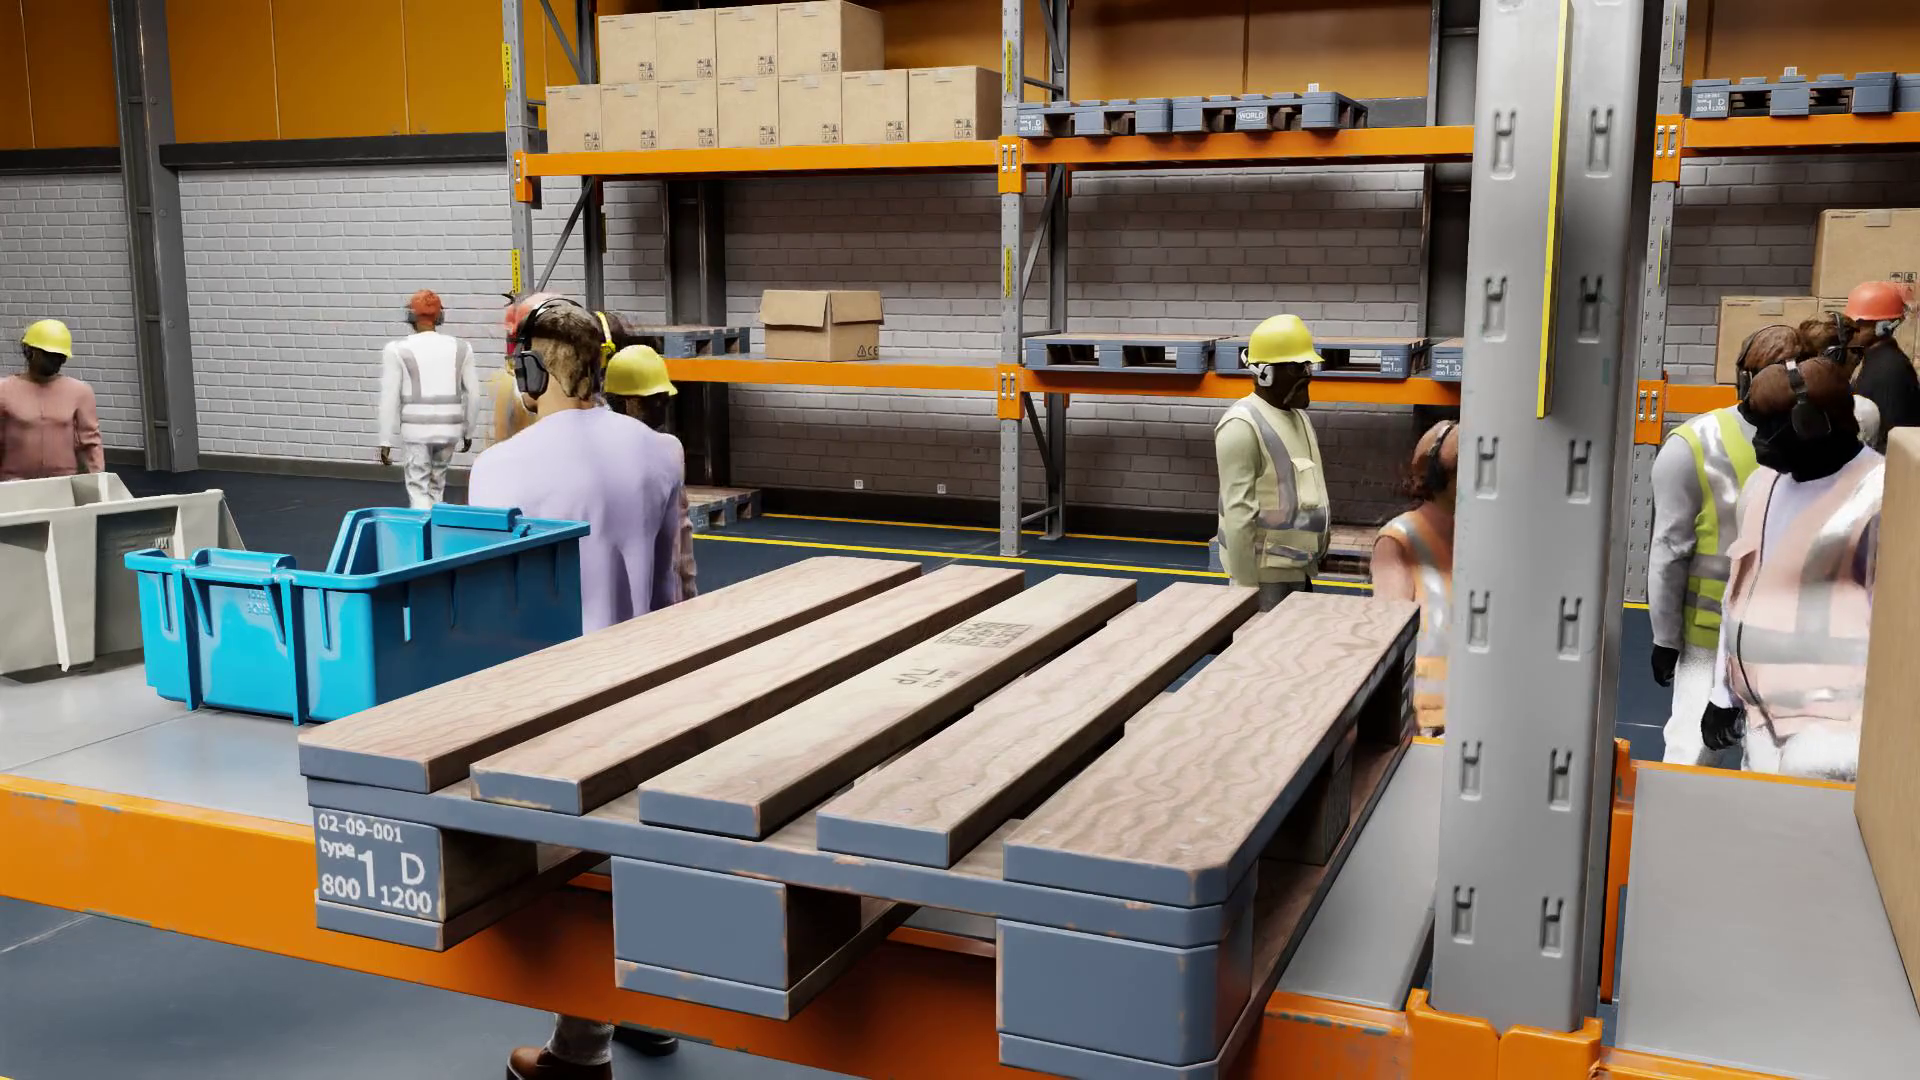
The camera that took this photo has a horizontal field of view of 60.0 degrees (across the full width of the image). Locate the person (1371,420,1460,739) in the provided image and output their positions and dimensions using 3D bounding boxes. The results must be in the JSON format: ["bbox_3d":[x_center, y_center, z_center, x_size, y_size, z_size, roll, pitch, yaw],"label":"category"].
[{"bbox_3d":[1.282,0.454,4.639,0.519,1.603,0.824,-6,11,-31],"label":"person"}]

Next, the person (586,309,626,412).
[{"bbox_3d":[-1.331,-0.009,6.747,0.781,1.849,0.528,-5,11,-27],"label":"person"}]

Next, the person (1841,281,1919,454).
[{"bbox_3d":[4.571,-0.321,8.339,1.085,1.932,0.620,6,11,33],"label":"person"}]

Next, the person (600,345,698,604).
[{"bbox_3d":[-1.164,0.190,5.808,0.581,1.747,0.530,4,10,24],"label":"person"}]

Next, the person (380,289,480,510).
[{"bbox_3d":[-3.431,-0.680,10.709,0.651,1.851,0.646,-7,12,-38],"label":"person"}]

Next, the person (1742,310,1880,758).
[{"bbox_3d":[3.230,0.055,6.344,0.350,1.842,0.506,-6,11,-32],"label":"person"}]

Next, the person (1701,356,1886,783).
[{"bbox_3d":[2.204,0.435,4.178,0.670,1.812,0.632,-1,10,-5],"label":"person"}]

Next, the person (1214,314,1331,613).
[{"bbox_3d":[1.164,0.088,6.167,0.404,1.833,0.587,6,11,32],"label":"person"}]

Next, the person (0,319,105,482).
[{"bbox_3d":[-4.827,-0.296,8.780,0.541,1.723,0.704,-8,13,-41],"label":"person"}]

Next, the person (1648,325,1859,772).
[{"bbox_3d":[2.366,0.286,4.954,0.633,1.841,0.429,-1,9,-4],"label":"person"}]

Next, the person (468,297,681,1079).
[{"bbox_3d":[-0.924,0.388,4.055,0.359,1.938,0.632,6,11,30],"label":"person"}]

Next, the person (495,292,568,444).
[{"bbox_3d":[-1.910,-0.127,7.251,0.768,1.901,0.566,-5,11,-26],"label":"person"}]
